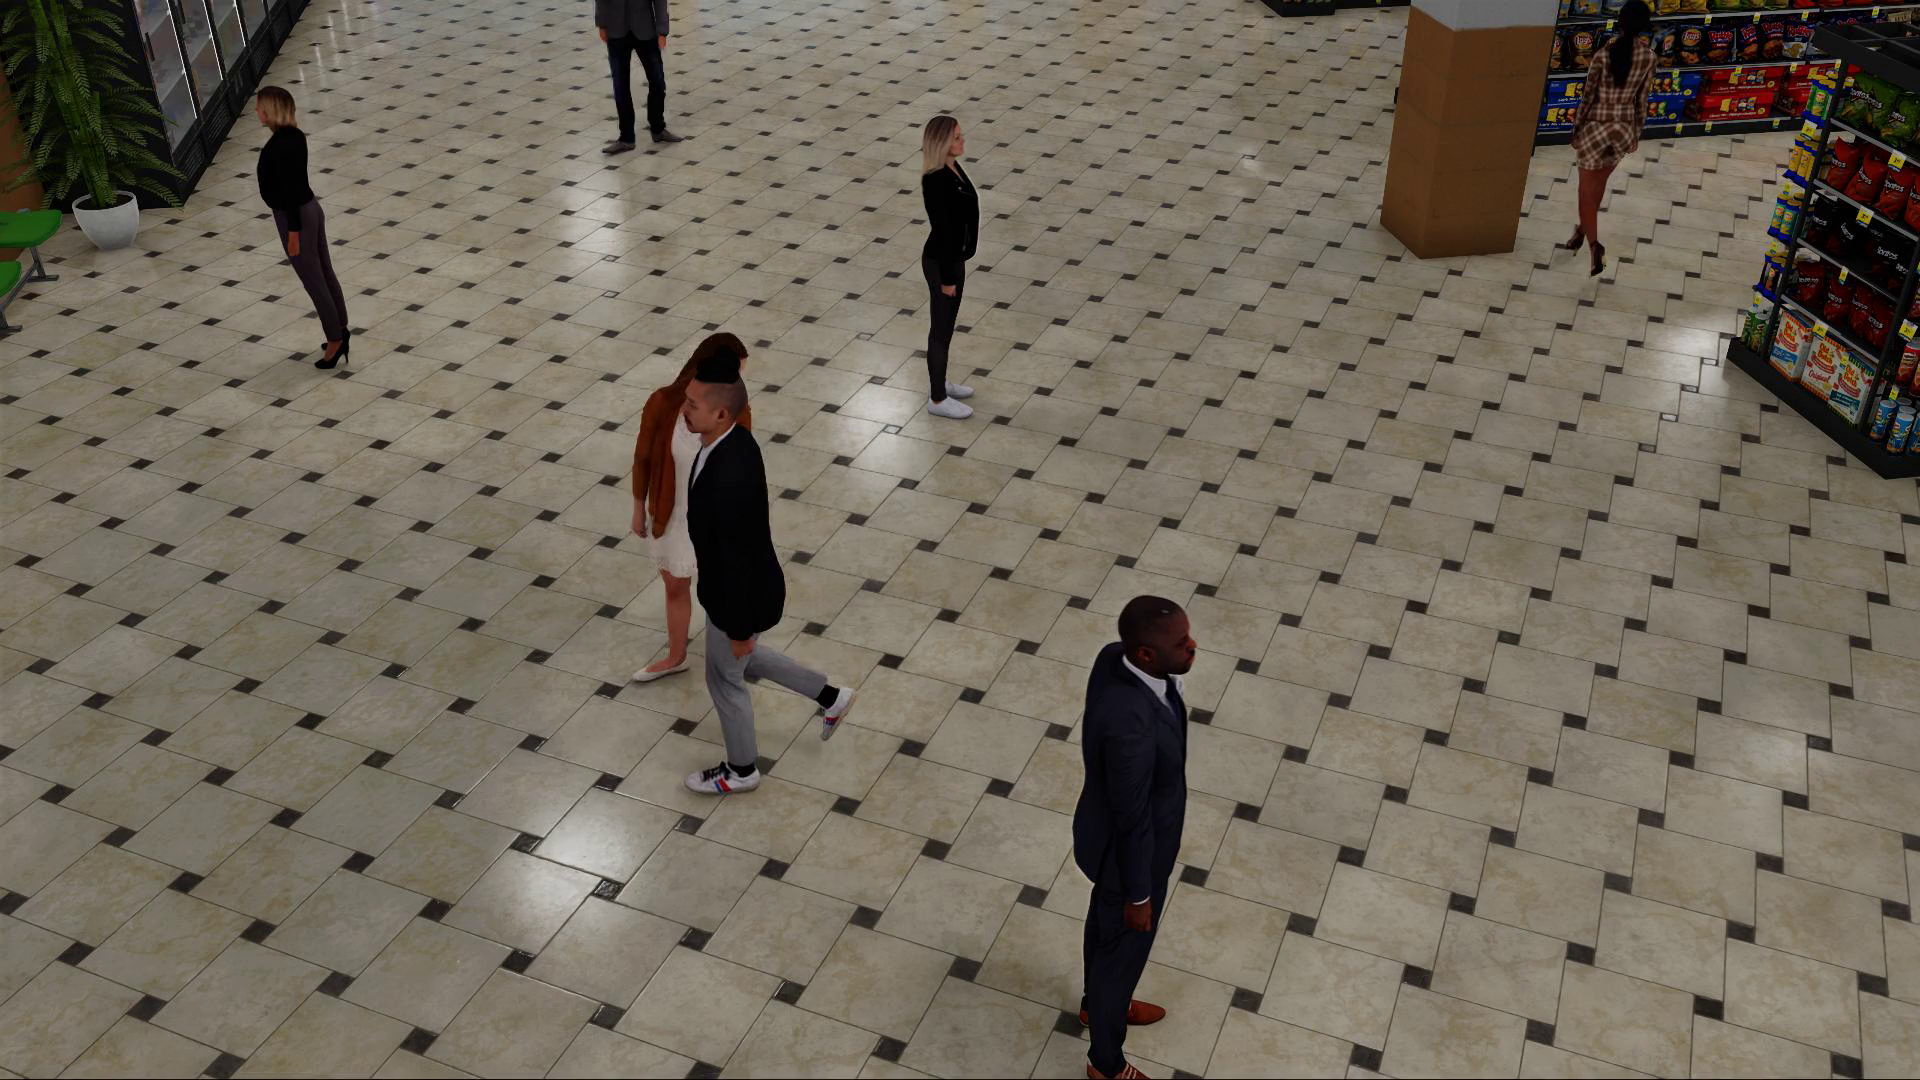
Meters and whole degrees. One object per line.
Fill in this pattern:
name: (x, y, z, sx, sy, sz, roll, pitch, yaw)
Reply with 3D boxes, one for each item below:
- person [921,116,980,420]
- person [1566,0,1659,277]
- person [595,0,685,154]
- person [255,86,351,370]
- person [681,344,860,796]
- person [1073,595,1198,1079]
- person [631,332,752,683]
person: (-0.091, -1.501, 9.157, 0.609, 1.687, 0.652, 2, 32, 3)
person: (4.202, -2.563, 10.788, 1.034, 1.767, 0.809, 2, 32, 3)
person: (-2.607, -3.955, 12.954, 0.538, 1.843, 0.860, 4, 32, 7)
person: (-3.807, -1.808, 9.666, 0.544, 1.670, 0.607, -3, 32, -6)
person: (-0.740, 0.154, 6.261, 0.934, 1.935, 0.704, -5, 32, -8)
person: (0.519, 0.932, 5.117, 0.675, 1.824, 0.751, 2, 32, 3)
person: (-1.164, -0.110, 6.936, 0.499, 1.672, 0.817, 1, 32, 2)
